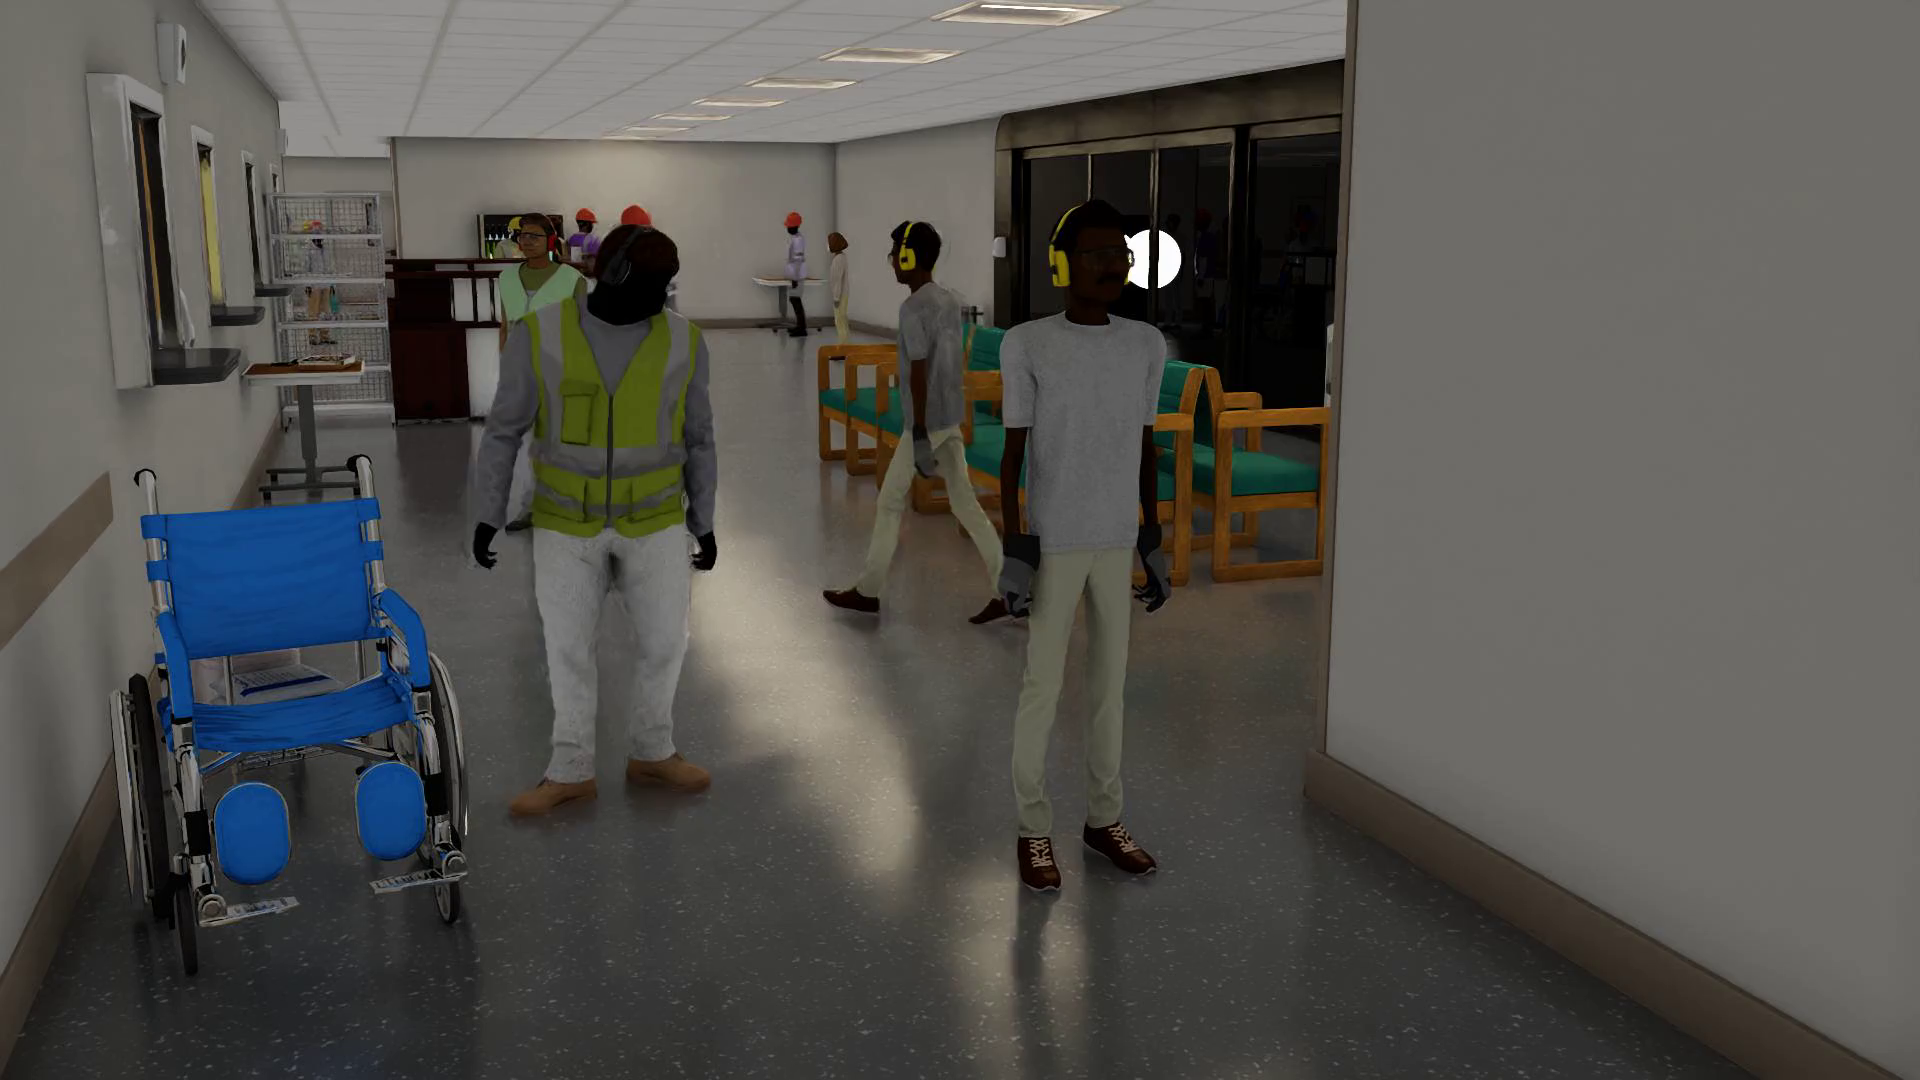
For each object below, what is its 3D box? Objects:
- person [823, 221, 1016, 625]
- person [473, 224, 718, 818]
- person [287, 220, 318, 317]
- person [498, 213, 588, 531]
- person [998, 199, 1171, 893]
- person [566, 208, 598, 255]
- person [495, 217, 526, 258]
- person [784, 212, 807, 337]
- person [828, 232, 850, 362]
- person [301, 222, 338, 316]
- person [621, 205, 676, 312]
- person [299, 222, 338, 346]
[{"bbox_3d":[-0.131,-0.514,7.481,1.007,1.823,0.502,6,13,30],"label":"person"},{"bbox_3d":[-1.101,-0.049,5.124,0.724,1.813,0.430,-2,11,-11],"label":"person"},{"bbox_3d":[-10.726,-4.314,26.715,0.803,1.920,0.613,6,13,30],"label":"person"},{"bbox_3d":[-2.419,-0.967,9.701,0.565,1.850,0.390,3,11,15],"label":"person"},{"bbox_3d":[0.347,0.020,4.565,0.513,1.877,0.328,-5,12,-23],"label":"person"},{"bbox_3d":[-4.903,-3.382,21.870,0.552,1.933,0.374,7,13,32],"label":"person"},{"bbox_3d":[-5.911,-3.397,22.247,0.404,1.826,0.592,10,15,42],"label":"person"},{"bbox_3d":[-2.533,-4.046,25.407,0.370,1.897,0.676,-3,11,-14],"label":"person"},{"bbox_3d":[-1.545,-3.100,21.232,0.285,1.627,0.504,0,11,2],"label":"person"},{"bbox_3d":[-11.433,-4.809,29.746,0.690,1.729,0.378,4,12,20],"label":"person"},{"bbox_3d":[-2.496,-1.634,12.951,0.544,1.912,0.449,2,11,9],"label":"person"},{"bbox_3d":[-9.138,-3.658,23.750,0.341,1.750,0.566,4,12,21],"label":"person"}]
